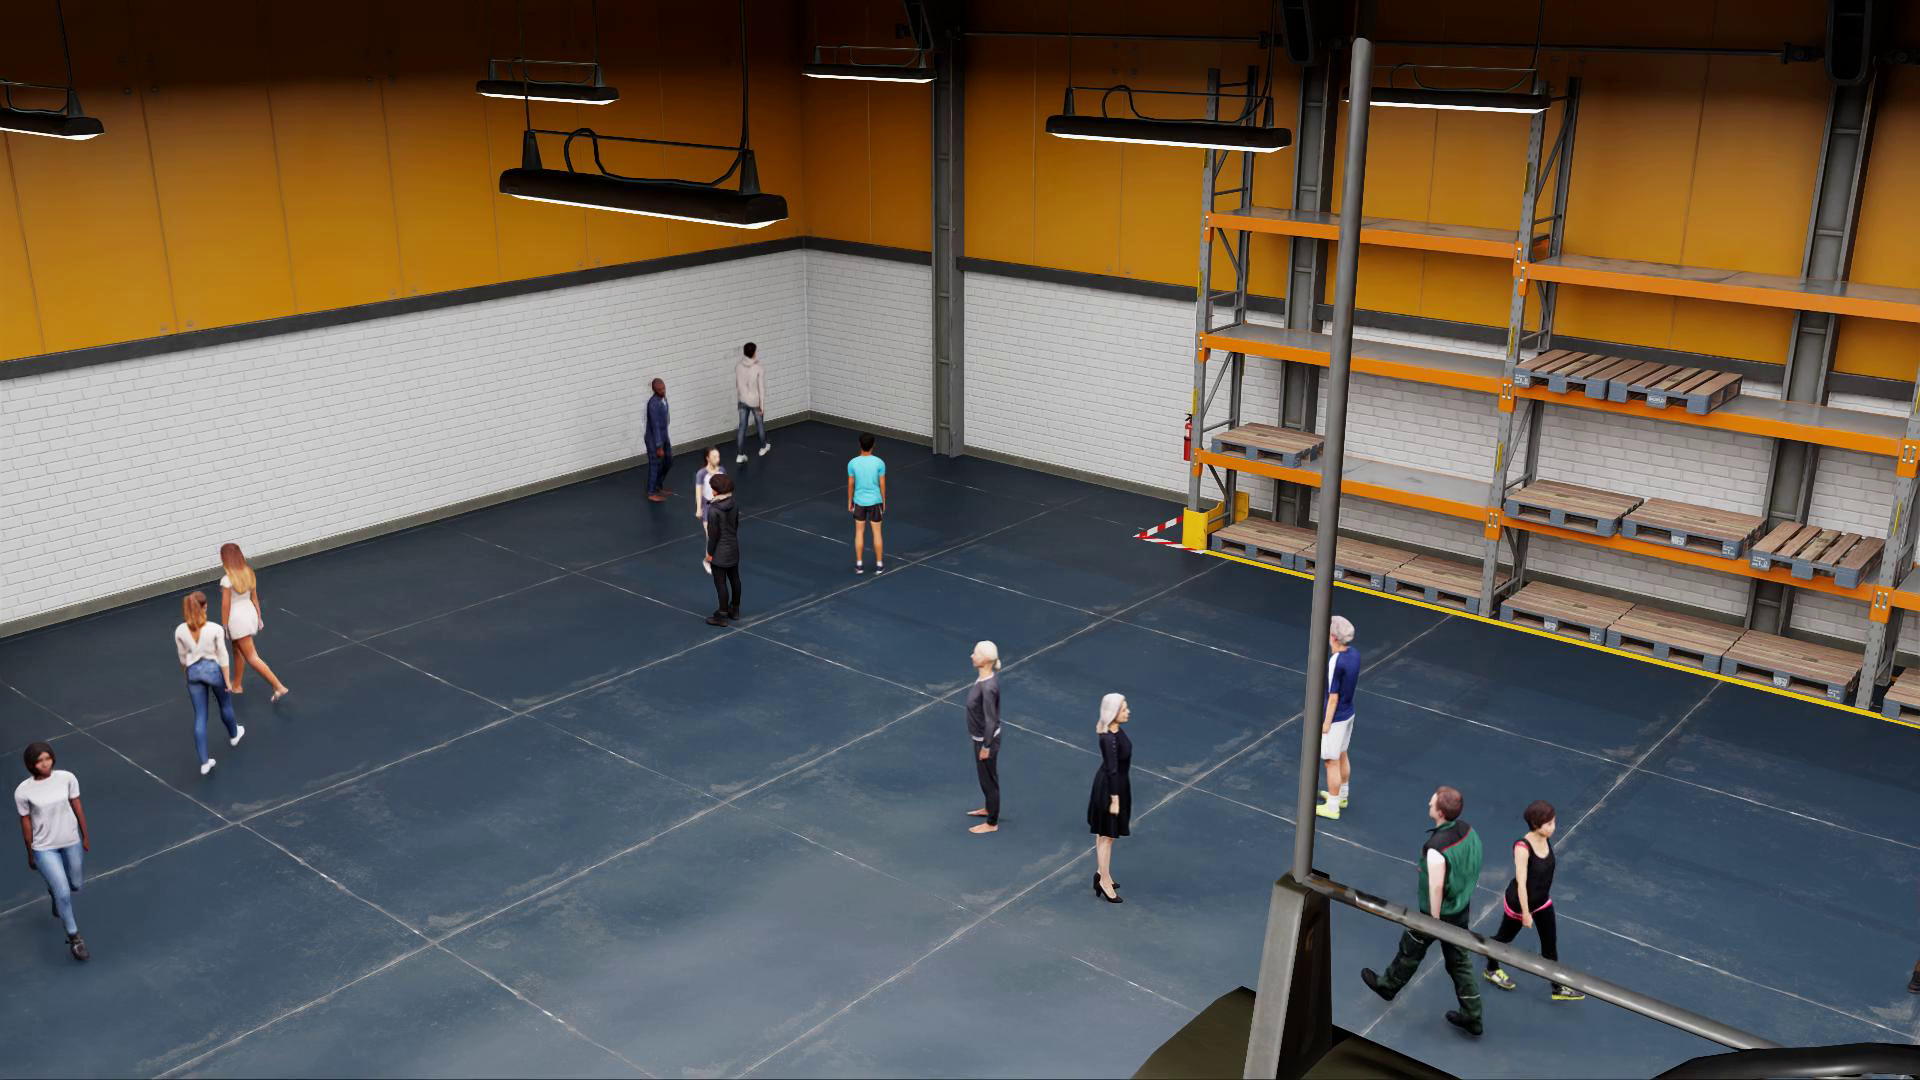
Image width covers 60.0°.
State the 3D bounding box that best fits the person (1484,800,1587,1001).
[{"bbox_3d":[4.004,2.554,11.946,0.678,1.520,0.994,-15,24,-38],"label":"person"}]

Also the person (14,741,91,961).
[{"bbox_3d":[-6.806,2.283,12.475,1.006,1.697,0.611,17,25,40],"label":"person"}]

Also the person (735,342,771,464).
[{"bbox_3d":[-3.226,-2.037,25.124,1.270,1.811,1.122,4,19,12],"label":"person"}]

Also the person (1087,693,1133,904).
[{"bbox_3d":[1.205,2.018,13.184,0.739,1.747,0.702,2,19,4],"label":"person"}]

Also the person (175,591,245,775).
[{"bbox_3d":[-6.975,1.336,15.328,1.096,1.671,1.162,-2,19,-5],"label":"person"}]

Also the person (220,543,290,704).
[{"bbox_3d":[-7.157,0.867,16.745,1.215,1.654,0.867,6,20,17],"label":"person"}]

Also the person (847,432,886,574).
[{"bbox_3d":[-1.138,-0.454,20.487,0.663,1.771,0.743,0,19,0],"label":"person"}]

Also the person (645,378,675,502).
[{"bbox_3d":[-4.273,-1.404,23.294,0.799,1.779,0.797,1,19,2],"label":"person"}]

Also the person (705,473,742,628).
[{"bbox_3d":[-2.669,0.096,18.836,0.642,1.781,0.647,11,22,31],"label":"person"}]

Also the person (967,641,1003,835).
[{"bbox_3d":[0.233,1.665,14.265,0.722,1.725,0.682,0,19,0],"label":"person"}]

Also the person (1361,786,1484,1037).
[{"bbox_3d":[3.397,2.576,11.458,0.807,1.789,1.197,-14,23,-36],"label":"person"}]

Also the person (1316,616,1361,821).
[{"bbox_3d":[3.279,1.530,14.493,0.565,1.836,0.654,12,22,31],"label":"person"}]

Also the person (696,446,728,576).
[{"bbox_3d":[-3.080,-0.360,20.408,0.574,1.642,0.616,17,25,41],"label":"person"}]
